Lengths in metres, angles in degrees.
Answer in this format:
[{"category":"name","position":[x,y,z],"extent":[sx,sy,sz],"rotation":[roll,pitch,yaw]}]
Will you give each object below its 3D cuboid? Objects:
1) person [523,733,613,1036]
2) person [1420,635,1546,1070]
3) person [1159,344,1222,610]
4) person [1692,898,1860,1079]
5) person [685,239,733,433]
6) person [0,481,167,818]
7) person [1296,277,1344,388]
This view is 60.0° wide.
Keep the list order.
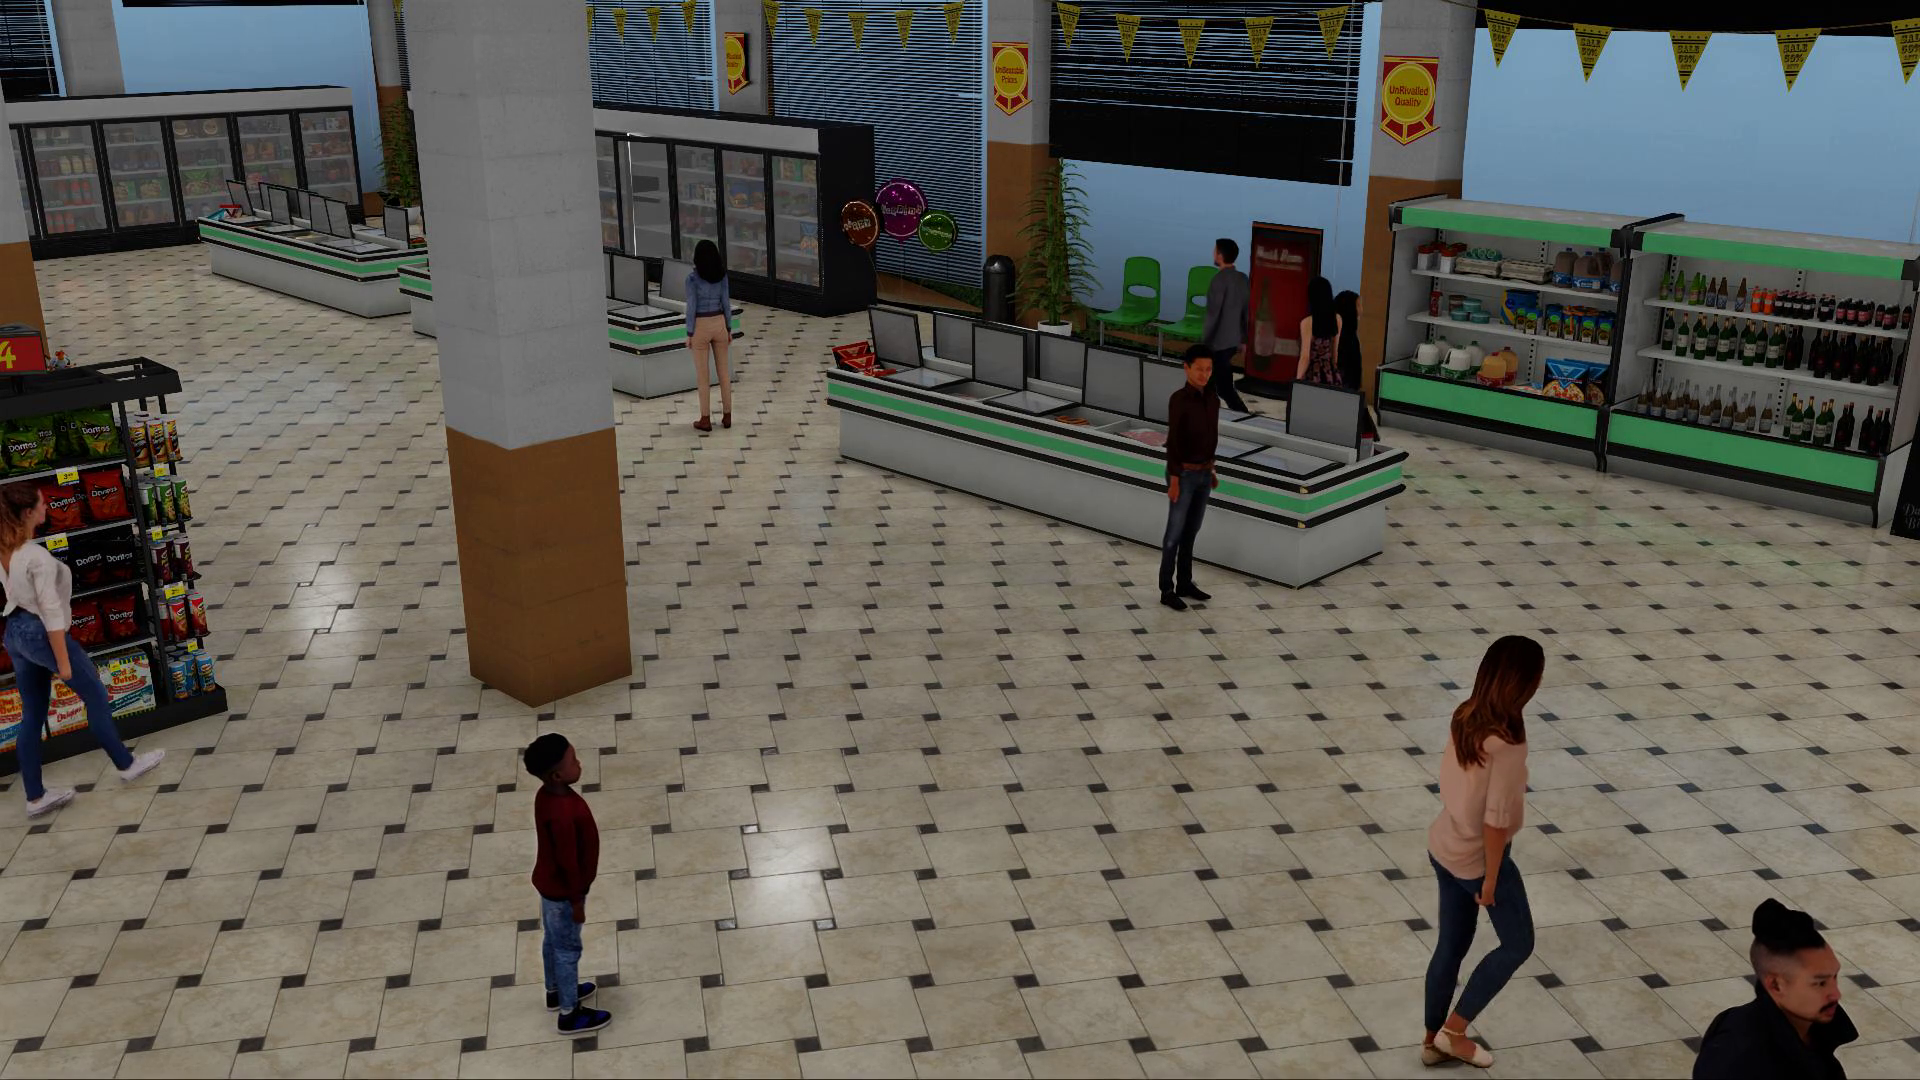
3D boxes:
[{"category":"person","position":[-1.582,1.349,6.576],"extent":[0.619,1.255,0.519],"rotation":[-8,20,-22]},{"category":"person","position":[1.835,1.200,6.207],"extent":[0.763,1.774,0.679],"rotation":[-5,19,-15]},{"category":"person","position":[1.517,-0.430,11.034],"extent":[0.641,1.777,0.498],"rotation":[-17,25,-42]},{"category":"person","position":[2.073,1.777,4.360],"extent":[0.749,1.860,0.682],"rotation":[-16,24,-39]},{"category":"person","position":[-2.315,-1.898,15.394],"extent":[0.663,1.775,0.656],"rotation":[-10,21,-28]},{"category":"person","position":[-4.595,0.571,8.190],"extent":[0.938,1.699,0.844],"rotation":[10,21,28]},{"category":"person","position":[2.881,-1.242,13.448],"extent":[0.731,1.775,0.746],"rotation":[-11,21,-29]}]
